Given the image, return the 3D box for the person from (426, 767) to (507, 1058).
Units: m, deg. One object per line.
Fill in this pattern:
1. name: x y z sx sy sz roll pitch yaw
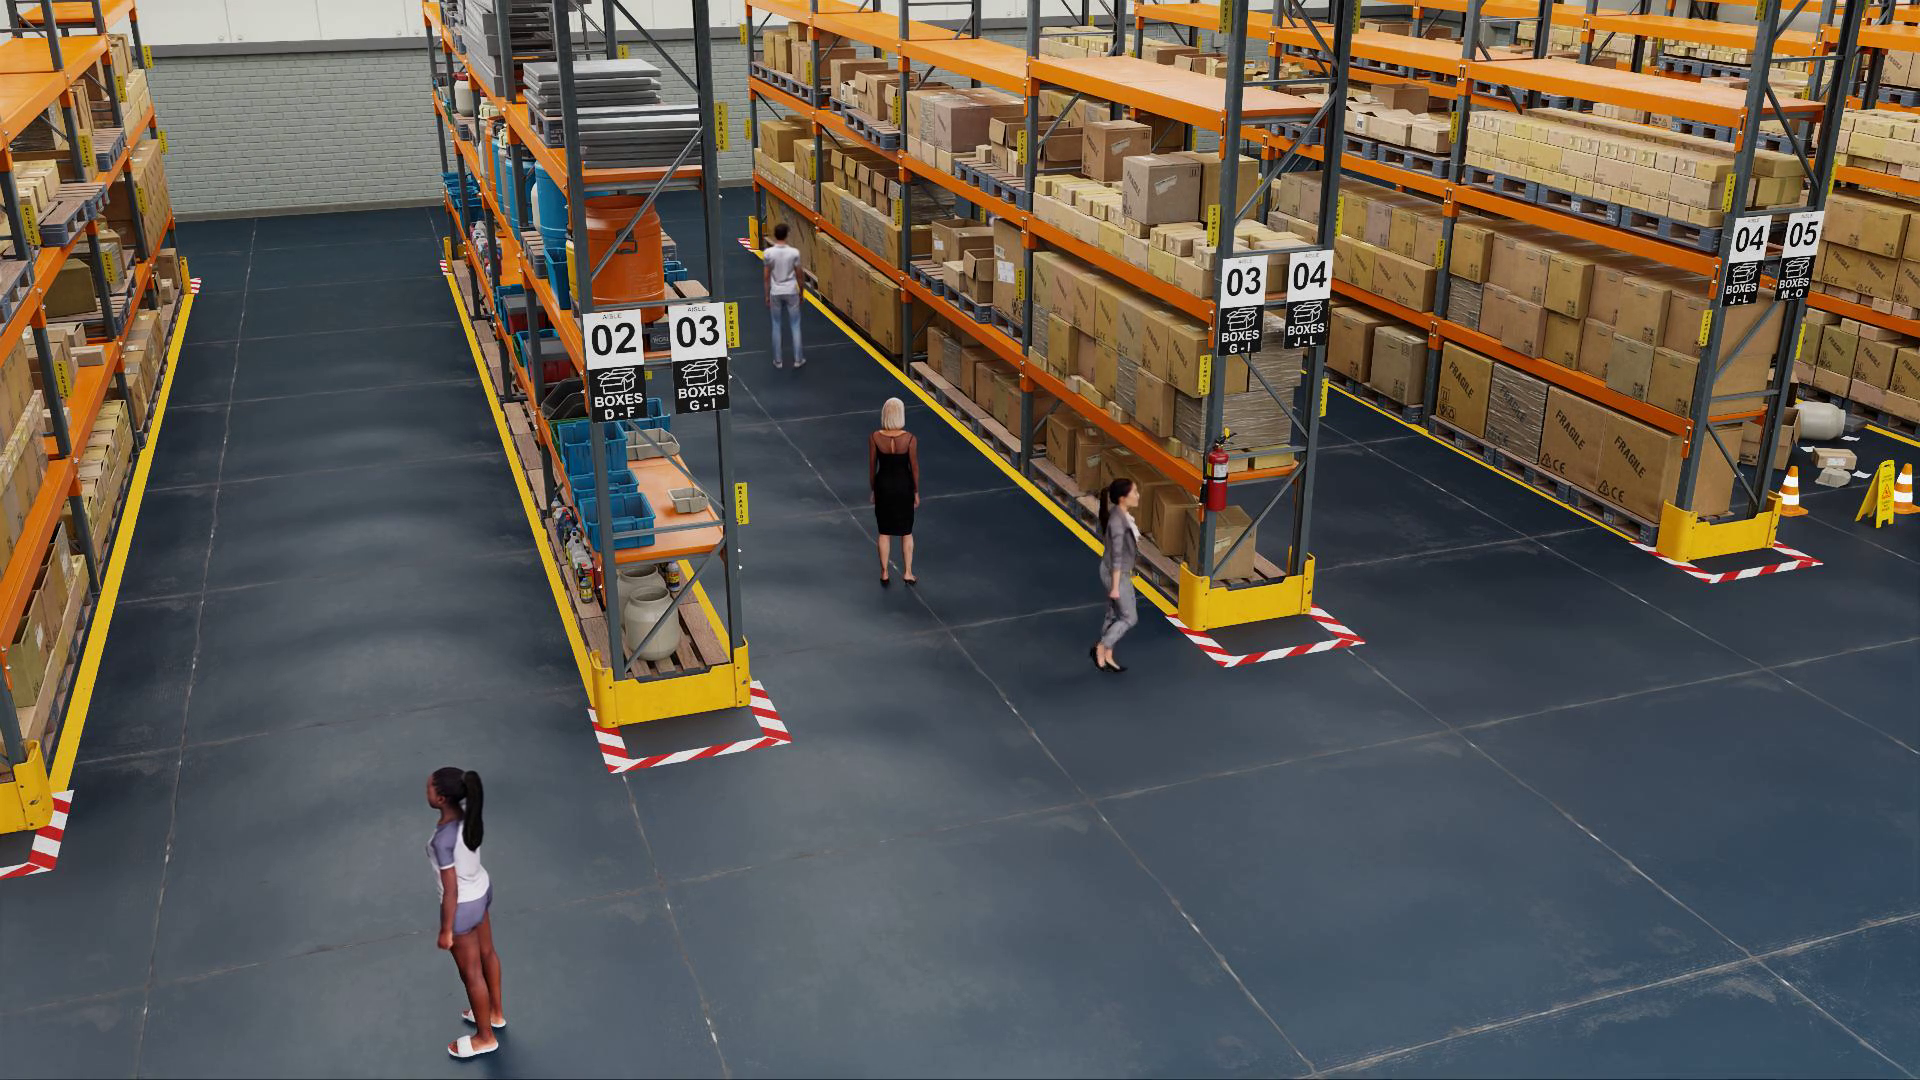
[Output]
1. person: -2.663 1.975 8.945 0.749 1.721 0.630 1 22 2

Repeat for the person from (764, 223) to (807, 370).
1. person: -2.242 -3.122 21.237 0.712 1.850 0.660 -1 22 -3

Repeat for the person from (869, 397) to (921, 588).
1. person: -0.589 -0.418 14.764 0.670 1.746 0.663 2 22 6

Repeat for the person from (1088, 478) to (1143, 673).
1. person: 1.152 0.300 13.115 0.768 1.665 0.672 0 22 1
